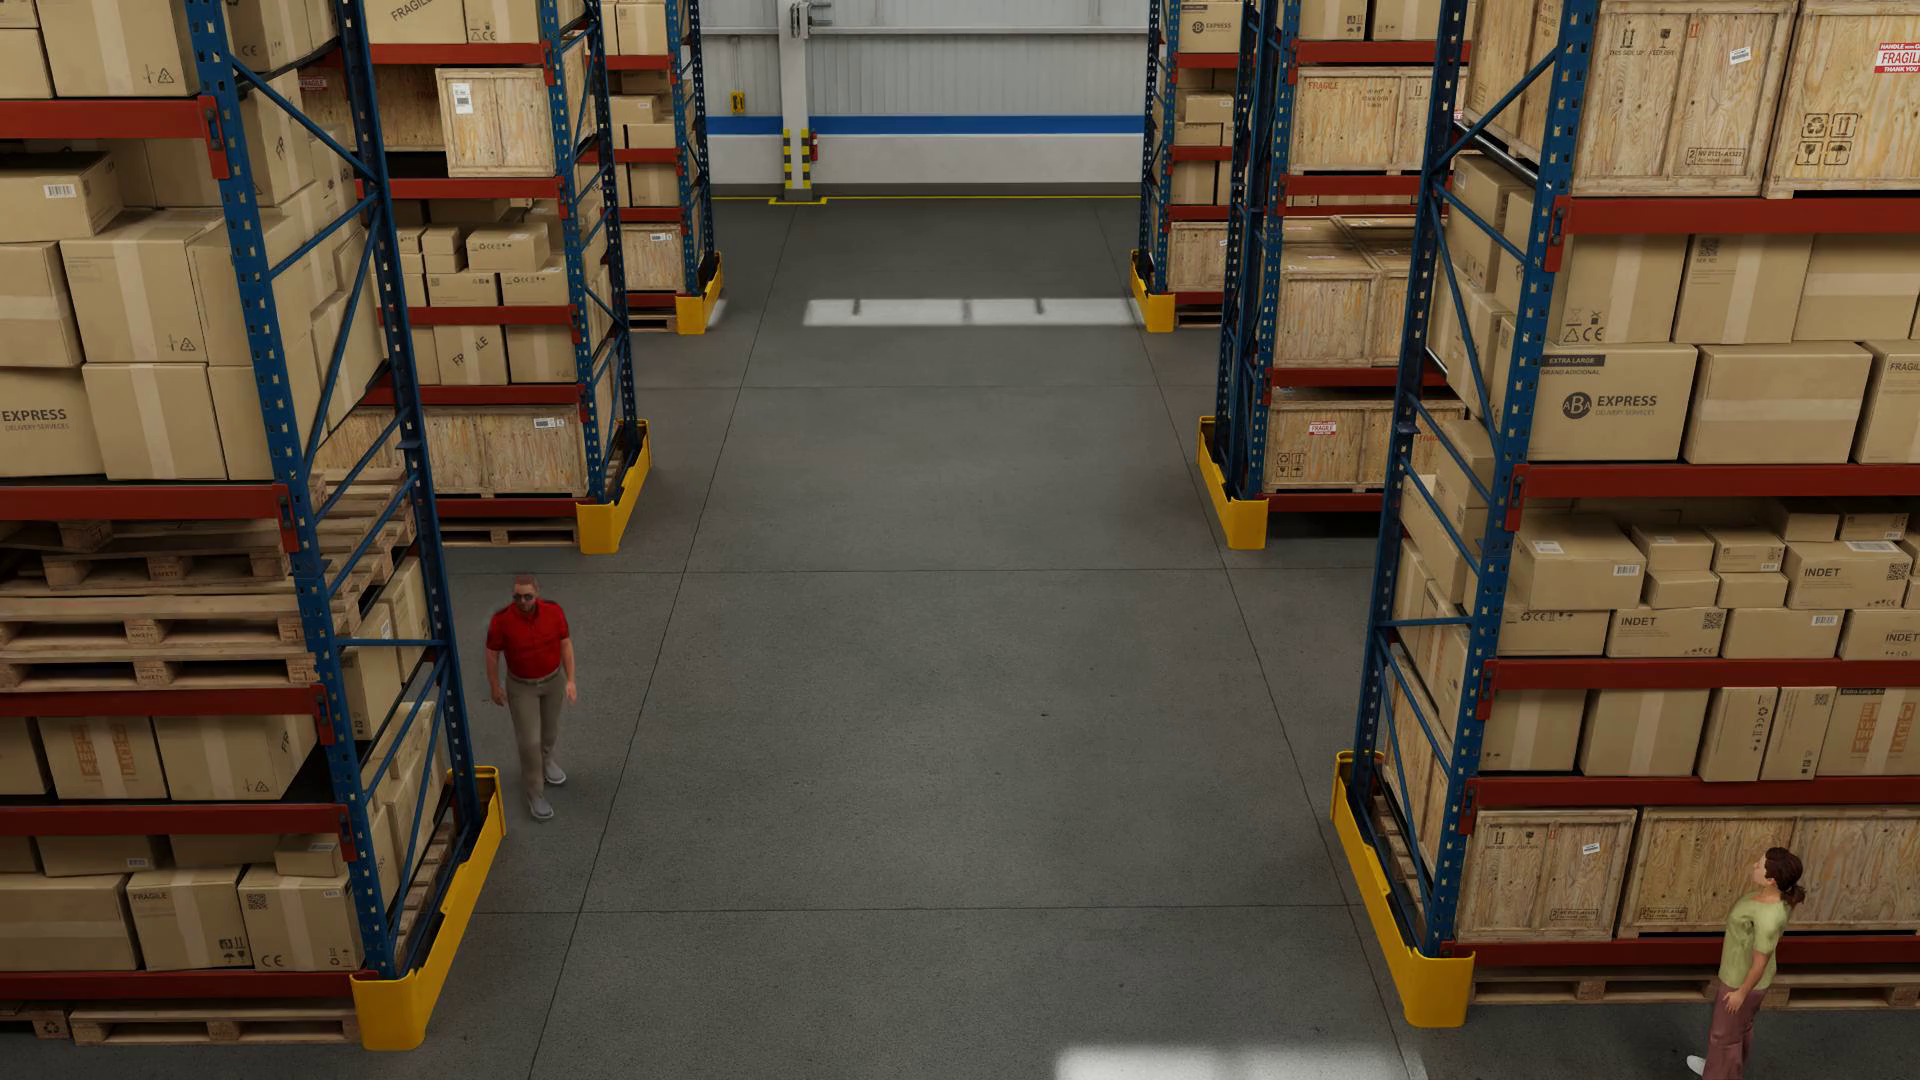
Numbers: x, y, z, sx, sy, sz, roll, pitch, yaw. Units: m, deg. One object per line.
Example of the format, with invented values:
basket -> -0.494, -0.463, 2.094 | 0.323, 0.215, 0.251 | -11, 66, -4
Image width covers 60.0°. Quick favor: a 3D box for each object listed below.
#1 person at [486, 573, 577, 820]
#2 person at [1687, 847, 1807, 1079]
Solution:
person -> -2.968, 1.040, 11.679 | 0.565, 1.727, 0.674 | -17, 30, -32
person -> 4.221, 2.354, 8.955 | 0.393, 1.671, 0.425 | 17, 30, 32
